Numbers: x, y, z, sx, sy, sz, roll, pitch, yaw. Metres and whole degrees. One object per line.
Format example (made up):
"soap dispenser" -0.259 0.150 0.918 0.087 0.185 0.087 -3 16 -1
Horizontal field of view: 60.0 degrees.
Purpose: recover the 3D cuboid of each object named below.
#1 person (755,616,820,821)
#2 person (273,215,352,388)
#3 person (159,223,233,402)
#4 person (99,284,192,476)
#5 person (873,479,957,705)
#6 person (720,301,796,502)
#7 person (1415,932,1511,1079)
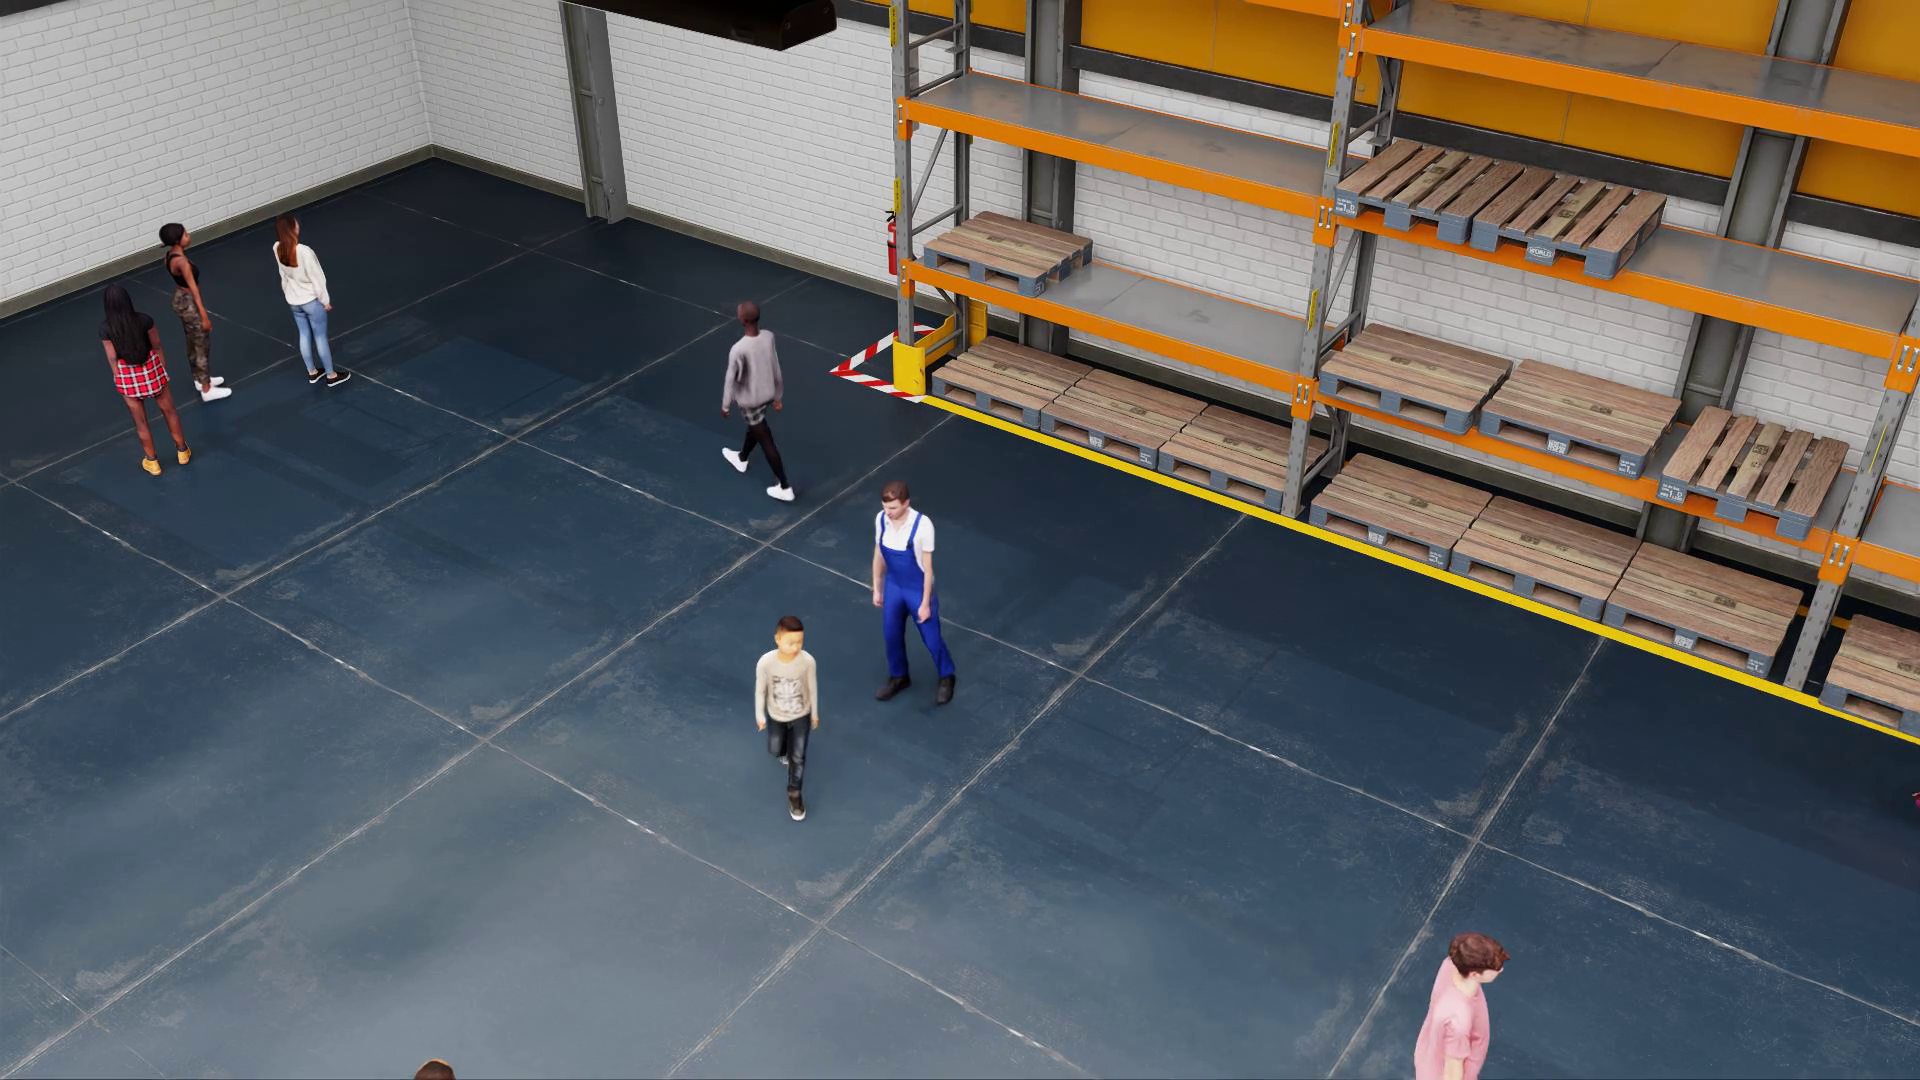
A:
"person" -1.104 1.078 10.727 0.888 1.441 0.929 -3 34 -5
"person" -6.082 -2.233 15.485 0.547 1.689 0.716 14 36 20
"person" -7.075 -2.112 15.296 0.689 1.695 0.562 -23 40 -30
"person" -6.971 -1.383 14.169 0.673 1.728 0.682 -24 40 -31
"person" -0.353 0.342 11.479 0.679 1.834 0.832 17 37 24
"person" -1.615 -1.110 13.758 1.134 1.729 0.654 23 40 31
"person" 2.250 2.572 8.029 1.142 1.939 0.957 4 34 5
